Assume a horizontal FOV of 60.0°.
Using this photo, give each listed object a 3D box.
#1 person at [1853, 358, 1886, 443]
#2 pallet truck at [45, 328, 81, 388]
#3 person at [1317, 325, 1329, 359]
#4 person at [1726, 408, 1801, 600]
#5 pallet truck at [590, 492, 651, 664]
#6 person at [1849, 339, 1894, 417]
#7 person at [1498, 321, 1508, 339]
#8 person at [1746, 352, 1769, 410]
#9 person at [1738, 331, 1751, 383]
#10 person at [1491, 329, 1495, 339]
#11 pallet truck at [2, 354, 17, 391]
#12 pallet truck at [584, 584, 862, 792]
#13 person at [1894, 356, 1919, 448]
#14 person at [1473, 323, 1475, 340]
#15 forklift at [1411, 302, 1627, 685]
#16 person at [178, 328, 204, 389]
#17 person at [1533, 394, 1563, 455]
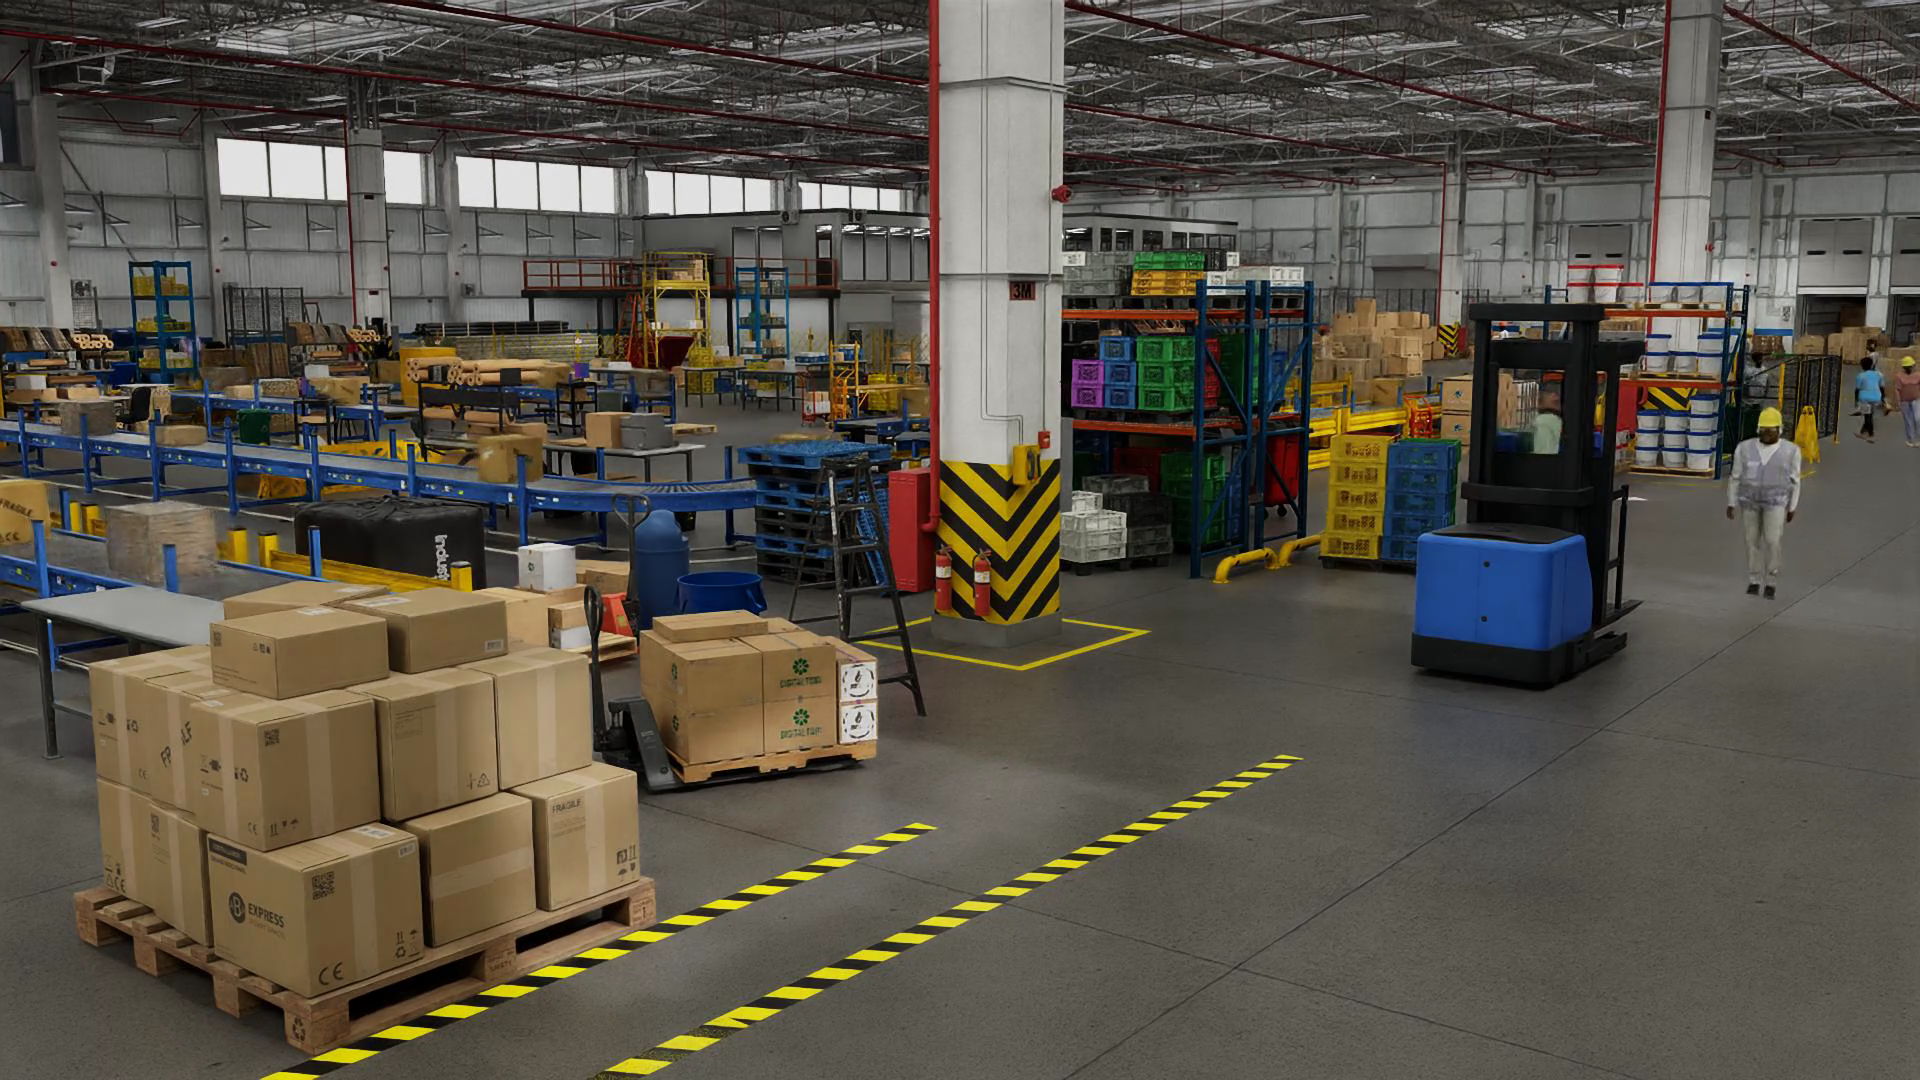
[{"bbox_3d":[17.681,-2.726,32.428,0.584,1.631,0.885,0,8,-3],"label":"person"},{"bbox_3d":[-23.775,-4.544,43.495,1.885,1.965,0.823,6,10,35],"label":"pallet truck"},{"bbox_3d":[11.356,-5.750,51.867,0.494,1.922,0.562,4,9,24],"label":"person"},{"bbox_3d":[7.614,-0.343,15.812,0.599,1.808,0.700,6,10,34],"label":"person"},{"bbox_3d":[-3.115,0.344,12.883,0.653,1.274,1.630,7,11,37],"label":"pallet truck"},{"bbox_3d":[21.544,-3.819,39.156,0.883,1.845,0.543,3,9,20],"label":"person"},{"bbox_3d":[18.910,-6.664,57.987,0.379,1.938,0.547,5,10,32],"label":"person"},{"bbox_3d":[16.707,-3.118,34.962,0.536,1.670,0.719,-3,9,-17],"label":"person"},{"bbox_3d":[25.281,-5.927,53.665,0.324,1.743,0.490,-2,9,-14],"label":"person"},{"bbox_3d":[13.770,-4.545,43.508,0.381,1.994,0.619,1,9,10],"label":"person"},{"bbox_3d":[-24.881,-4.417,42.634,1.885,1.965,0.823,8,11,41],"label":"pallet truck"},{"bbox_3d":[-1.426,0.805,10.019,1.601,1.201,0.680,-4,9,-26],"label":"pallet truck"},{"bbox_3d":[17.871,-2.598,31.317,0.522,1.712,0.771,6,10,36],"label":"person"},{"bbox_3d":[24.974,-9.906,80.324,0.906,1.800,0.638,0,8,0],"label":"person"},{"bbox_3d":[4.379,-0.438,12.852,1.129,2.768,1.873,7,11,37],"label":"forklift"},{"bbox_3d":[-22.165,-5.195,47.951,0.662,1.992,1.027,-1,8,-5],"label":"person"},{"bbox_3d":[7.673,-1.102,21.654,0.901,1.571,0.512,-4,10,-28],"label":"person"}]
